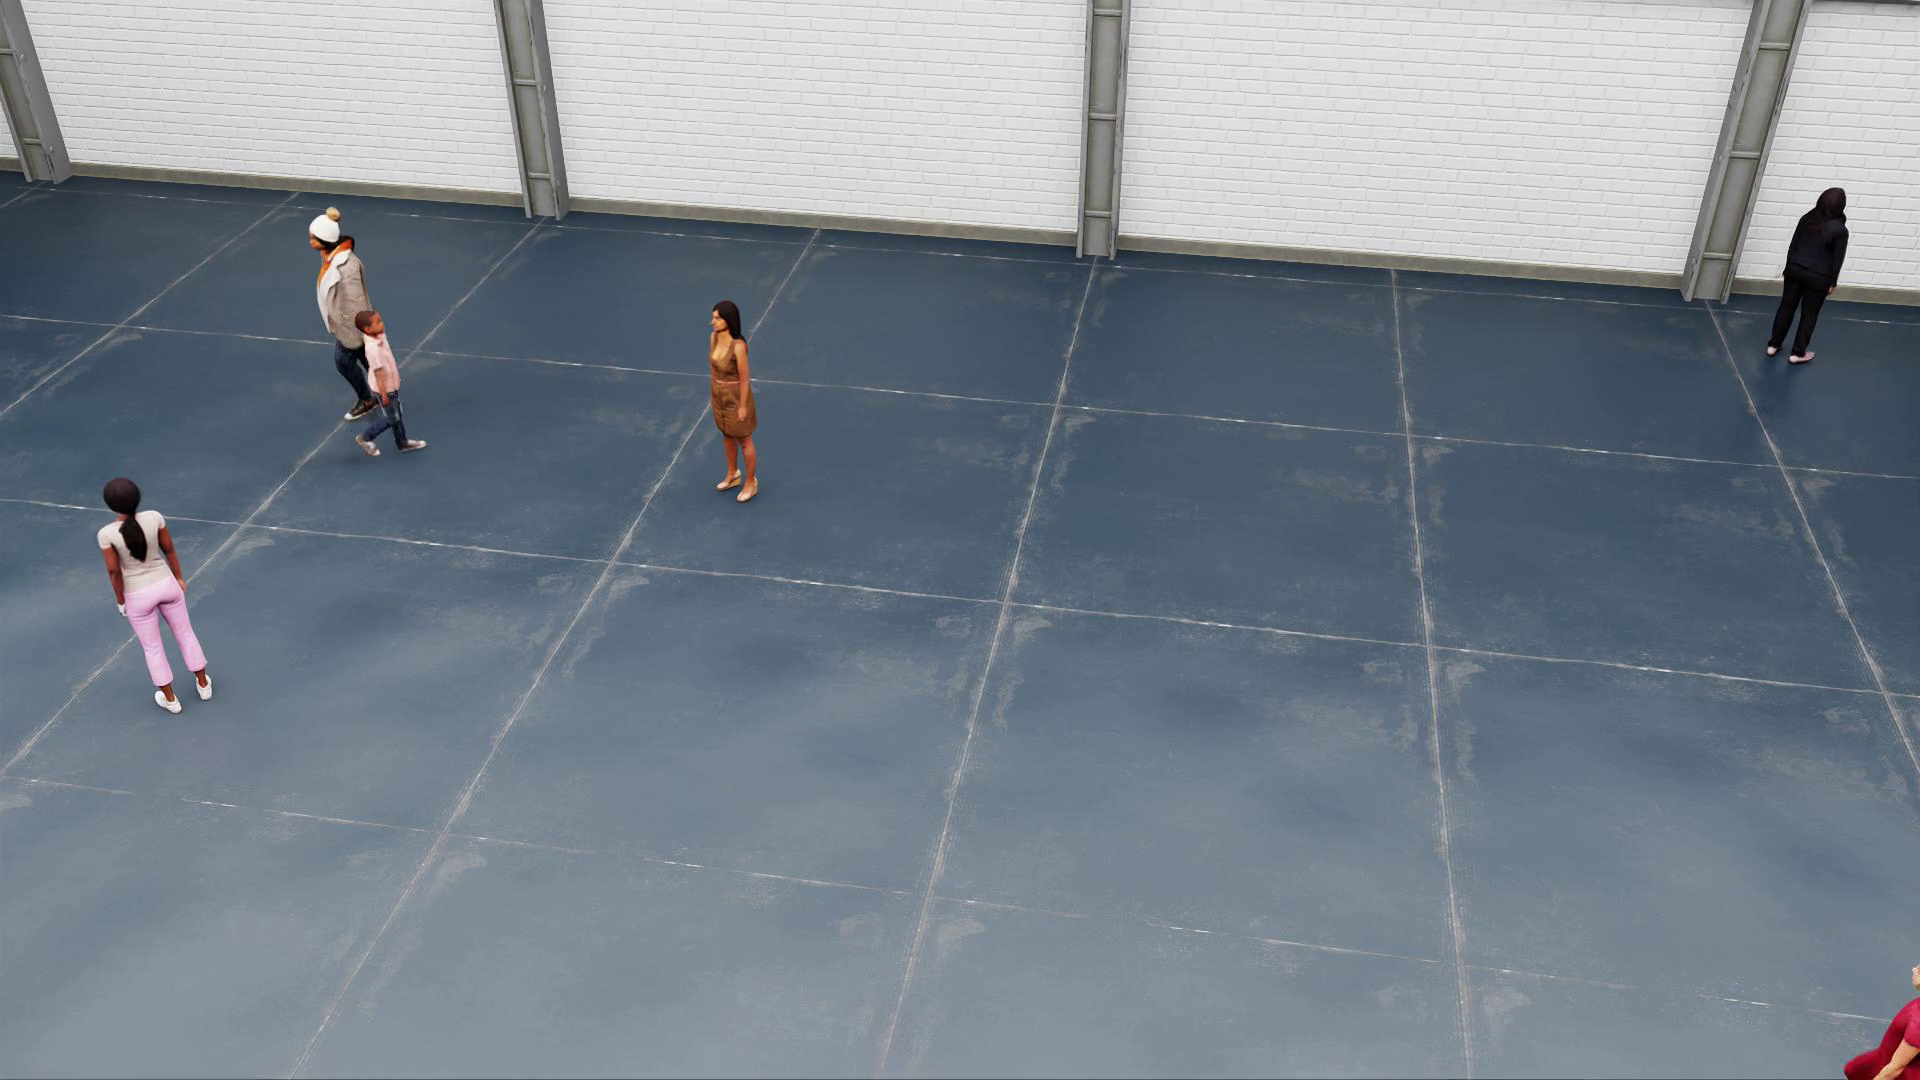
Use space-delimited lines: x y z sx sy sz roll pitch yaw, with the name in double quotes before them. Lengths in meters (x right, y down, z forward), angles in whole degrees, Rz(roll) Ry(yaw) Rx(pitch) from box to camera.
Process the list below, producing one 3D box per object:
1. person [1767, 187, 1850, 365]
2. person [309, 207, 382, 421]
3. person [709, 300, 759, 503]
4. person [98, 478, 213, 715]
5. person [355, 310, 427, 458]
"person" 7.600 -2.371 14.875 0.822 1.615 0.761 -22 40 -30
"person" -5.013 -1.924 13.965 0.935 1.879 0.885 -17 37 -24
"person" -1.759 -1.083 12.870 0.706 1.690 0.618 -28 43 -36
"person" -5.189 0.346 10.677 0.660 1.738 0.693 -27 42 -34
"person" -4.728 -1.257 13.488 0.823 1.296 0.671 -8 34 -11
